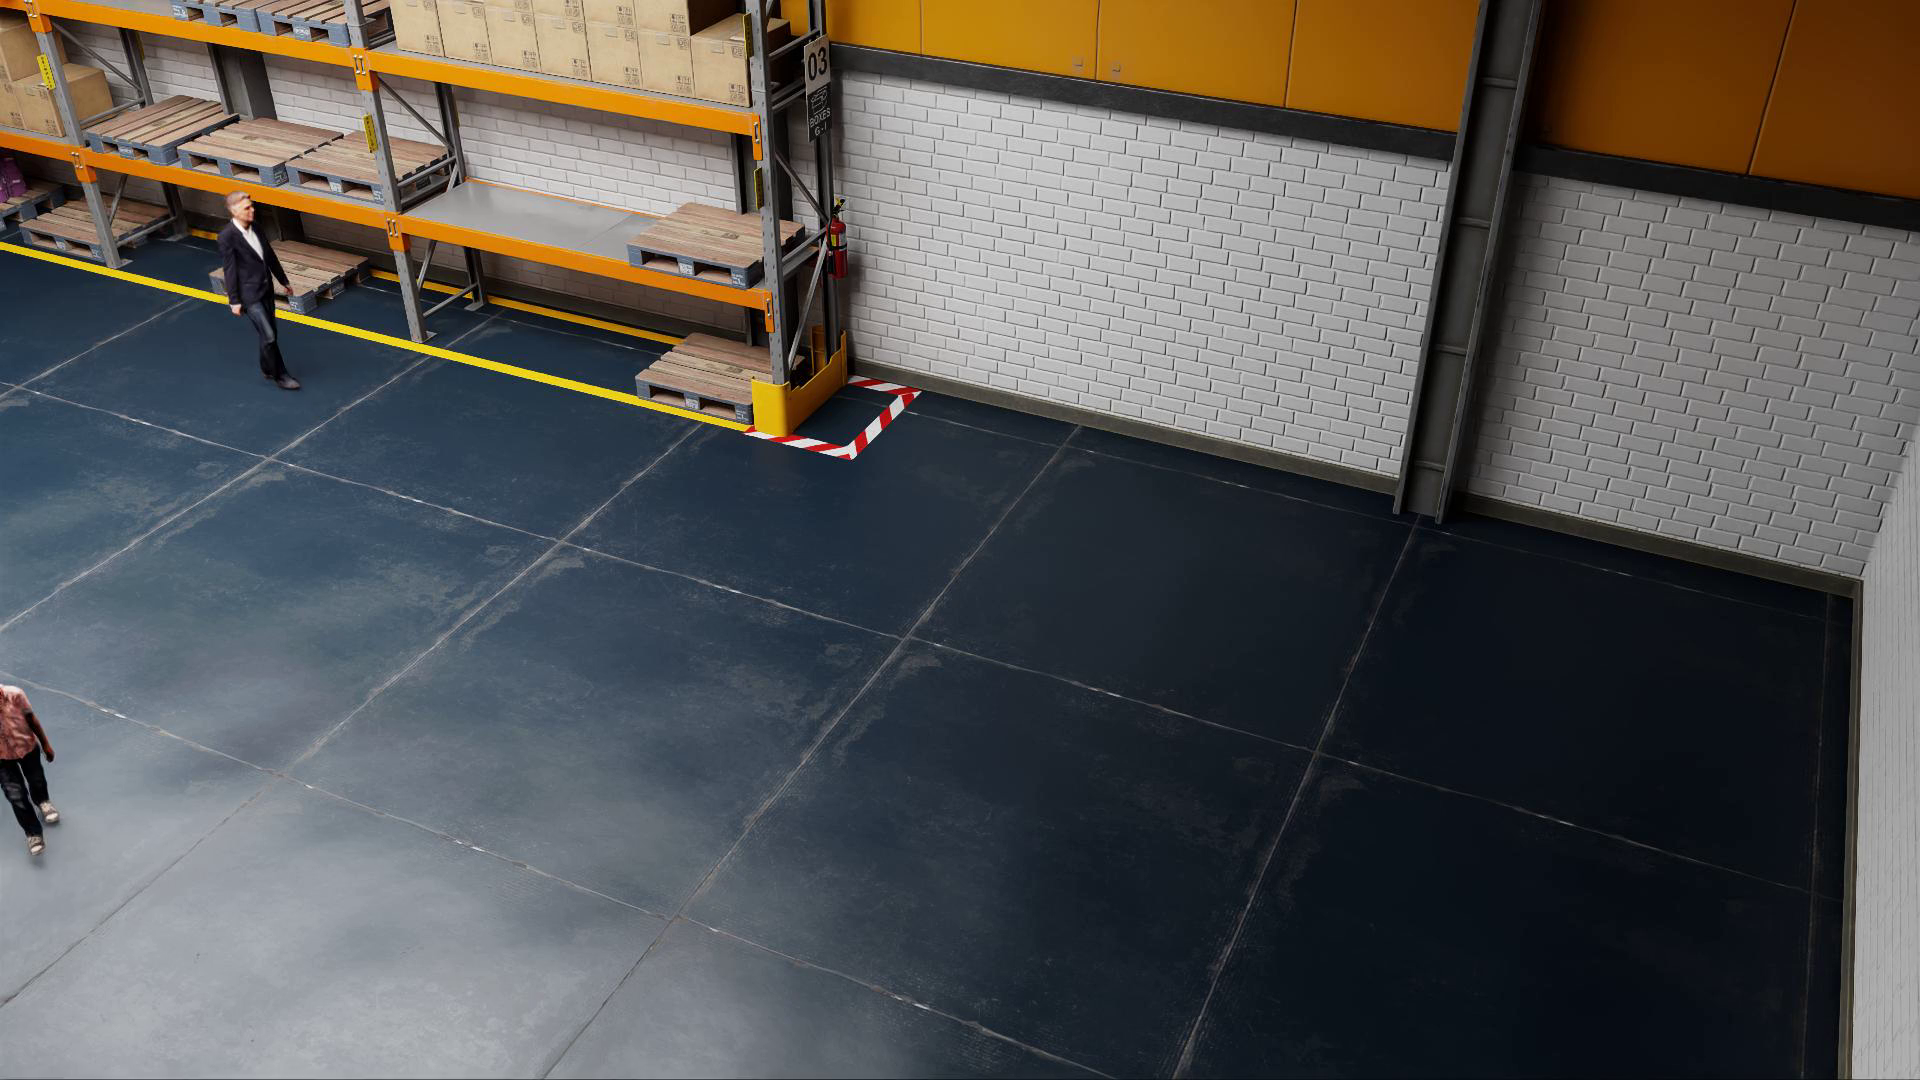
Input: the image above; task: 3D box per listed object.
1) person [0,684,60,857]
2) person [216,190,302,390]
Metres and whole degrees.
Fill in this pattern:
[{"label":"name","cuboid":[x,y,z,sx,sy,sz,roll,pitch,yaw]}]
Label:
[{"label":"person","cuboid":[-5.718,1.208,10.024,0.727,1.286,0.864,-22,40,-30]},{"label":"person","cuboid":[-6.302,-2.239,14.741,0.793,1.806,0.762,11,35,17]}]
